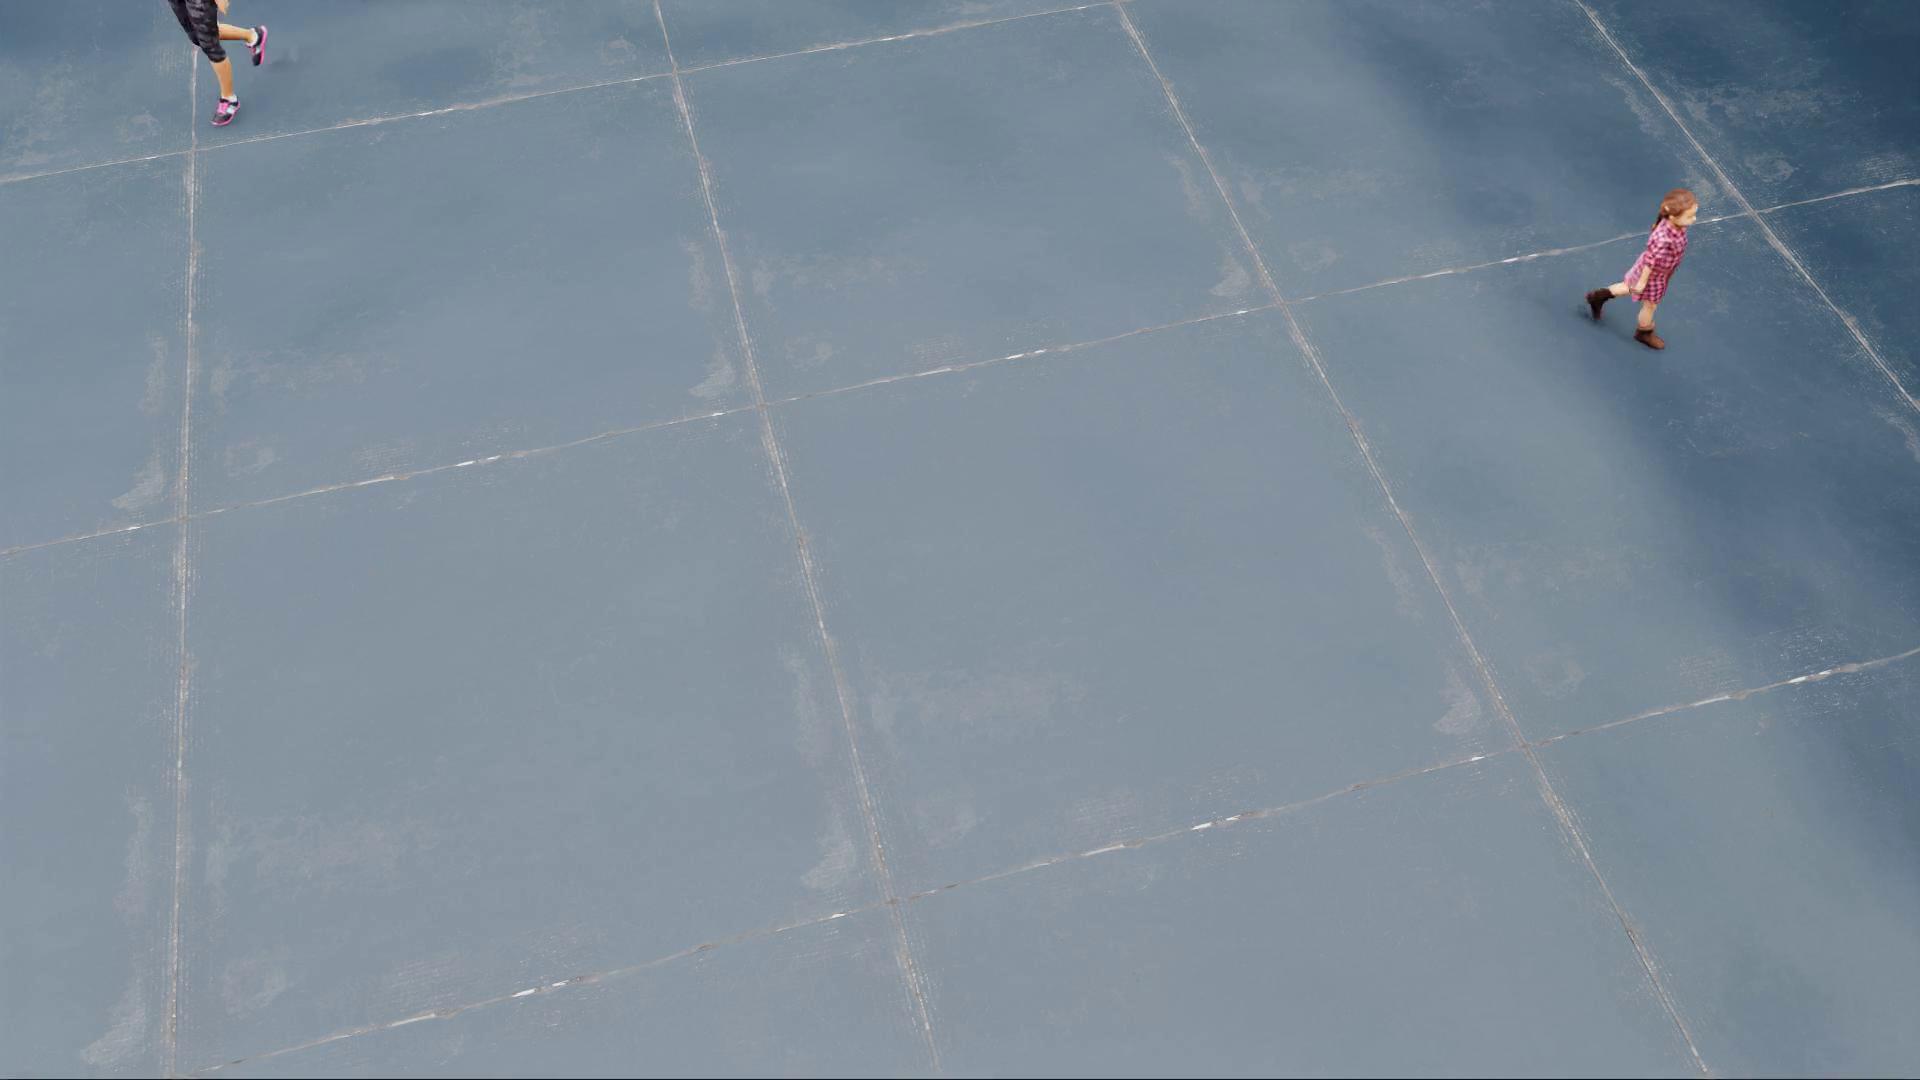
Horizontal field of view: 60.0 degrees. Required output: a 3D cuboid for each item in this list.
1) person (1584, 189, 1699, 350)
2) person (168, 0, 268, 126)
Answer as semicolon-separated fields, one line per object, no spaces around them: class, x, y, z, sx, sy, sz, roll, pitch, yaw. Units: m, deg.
person;3.680;-1.483;8.909;0.769;1.008;0.682;28;57;20
person;-4.514;-3.344;9.906;0.882;1.710;0.996;17;54;13
